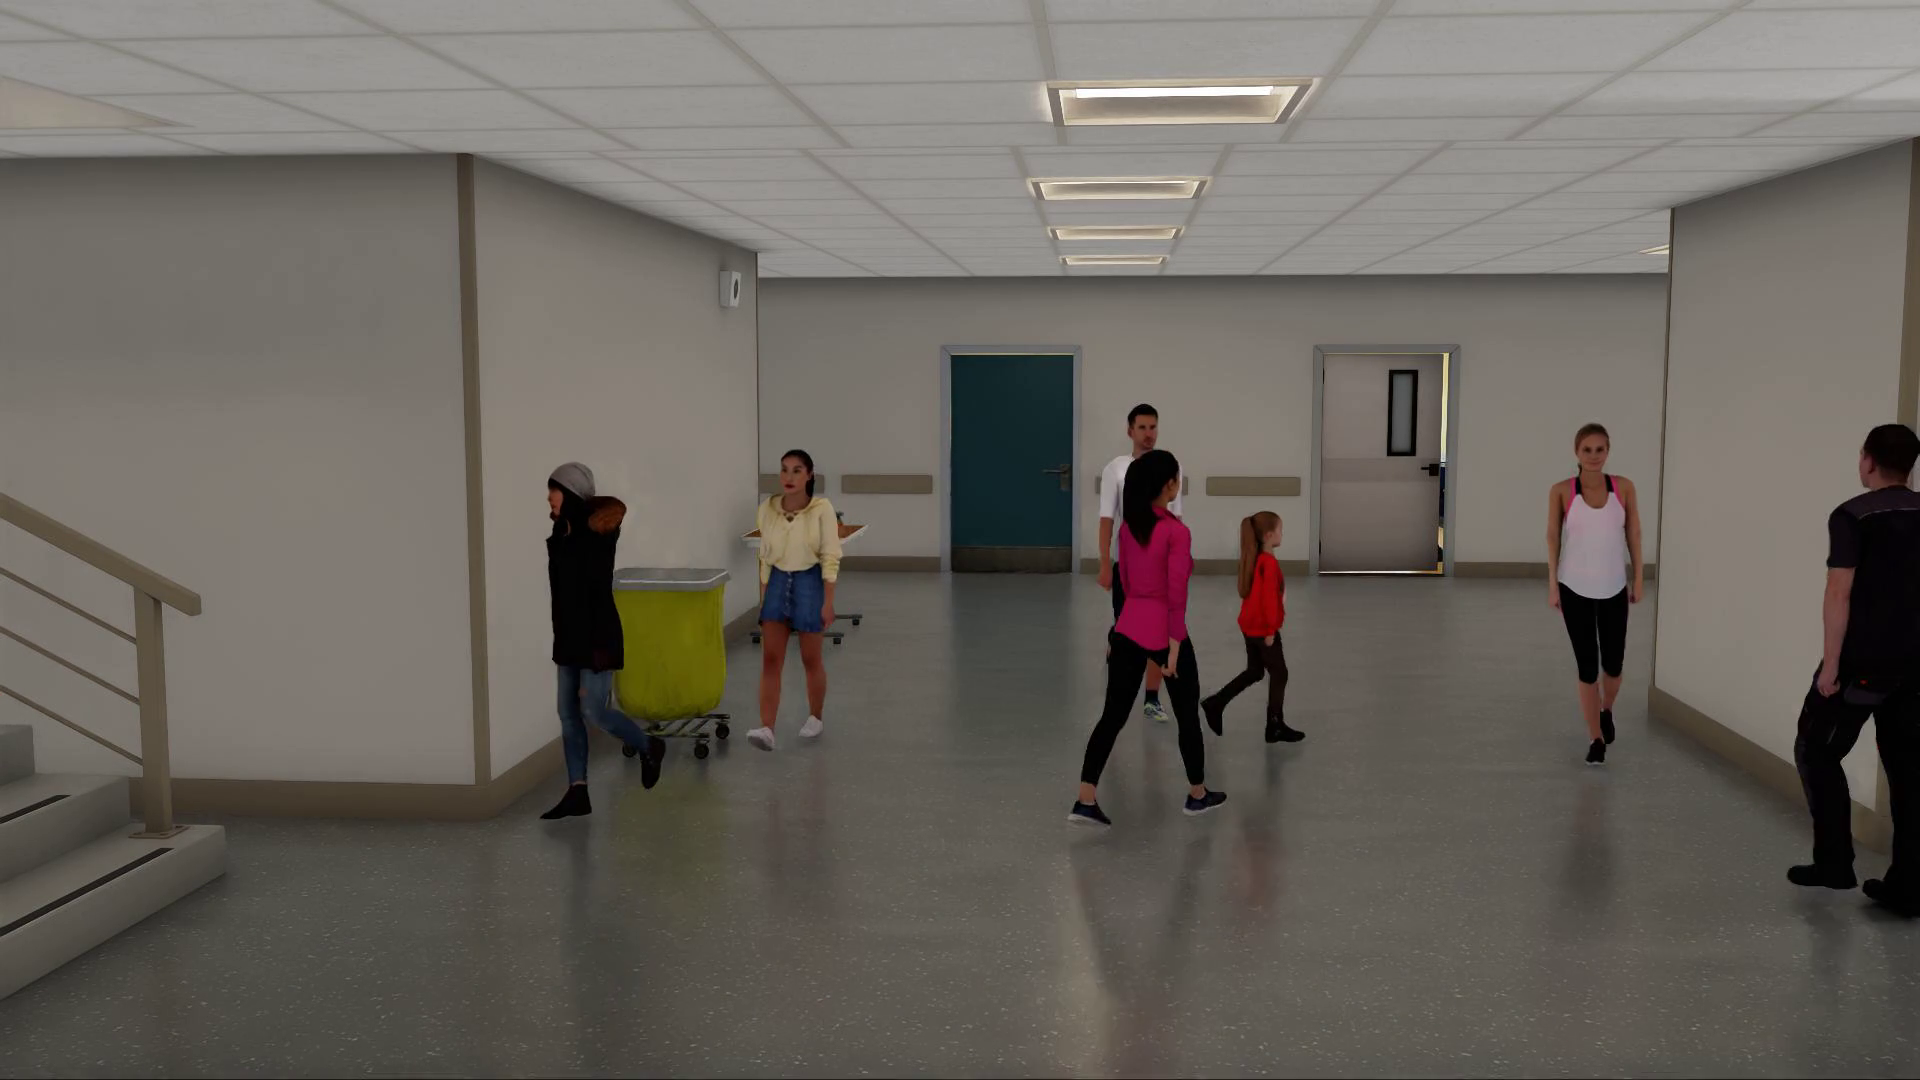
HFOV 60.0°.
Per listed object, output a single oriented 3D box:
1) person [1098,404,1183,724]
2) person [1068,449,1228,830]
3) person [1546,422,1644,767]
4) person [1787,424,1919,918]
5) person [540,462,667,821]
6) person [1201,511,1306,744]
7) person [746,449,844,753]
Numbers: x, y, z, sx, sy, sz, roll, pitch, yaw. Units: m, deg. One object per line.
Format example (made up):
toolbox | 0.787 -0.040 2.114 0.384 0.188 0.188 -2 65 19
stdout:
person | 1.053 0.130 9.828 1.111 1.828 0.935 -1 6 -12
person | 0.763 0.473 7.272 1.120 1.659 1.104 6 8 44
person | 3.303 0.277 8.680 0.749 1.766 0.793 2 6 15
person | 3.510 0.494 6.208 0.746 1.829 0.901 -1 6 -11
person | -1.657 0.460 7.635 0.943 1.612 0.968 5 8 41
person | 1.596 0.485 9.099 0.845 1.268 0.638 -1 6 -10
person | -0.849 0.332 9.031 1.039 1.587 0.823 2 6 15
